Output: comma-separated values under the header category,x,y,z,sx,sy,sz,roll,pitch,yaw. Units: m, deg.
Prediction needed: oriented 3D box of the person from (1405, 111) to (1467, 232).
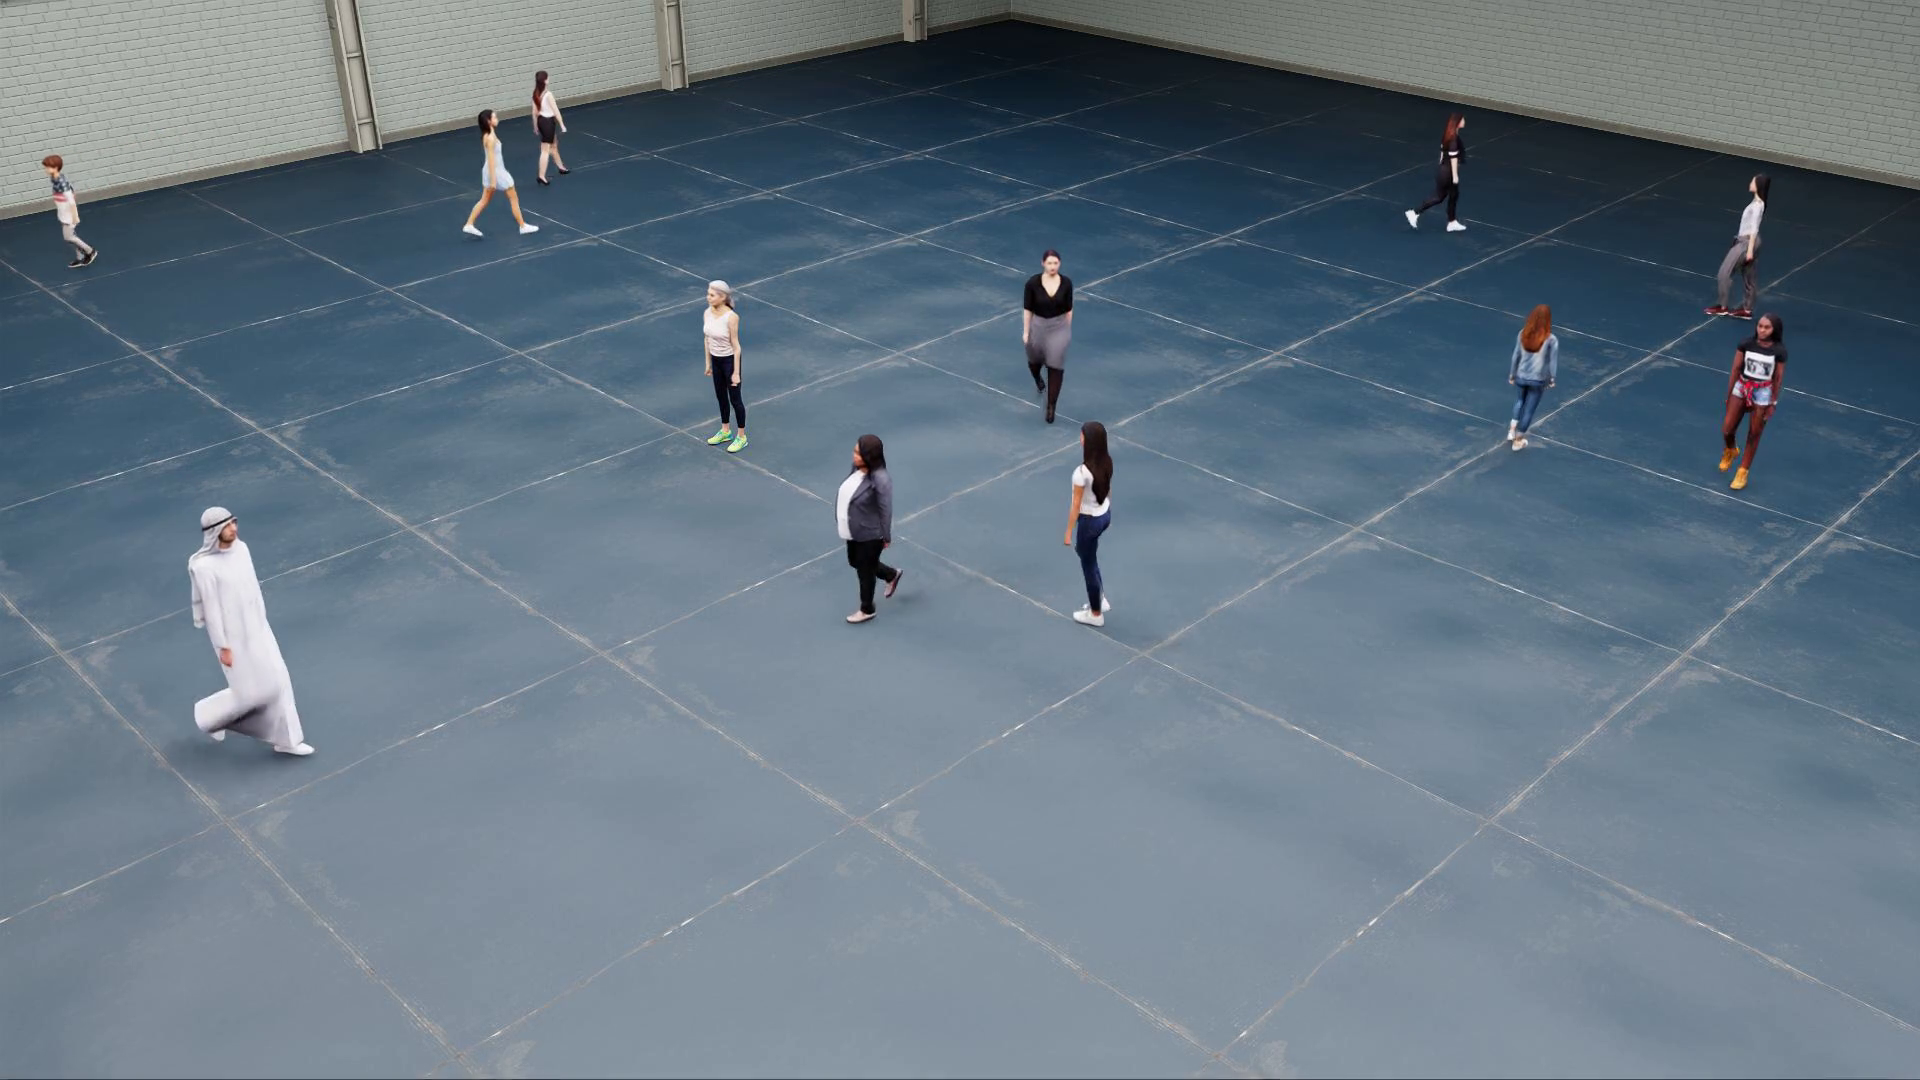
category,x,y,z,sx,sy,sz,roll,pitch,yaw
person,6.413,-4.871,22.133,1.066,1.612,1.072,3,28,5

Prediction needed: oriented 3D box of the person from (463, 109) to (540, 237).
category,x,y,z,sx,sy,sz,roll,pitch,yaw
person,-6.222,-4.779,21.885,1.267,1.683,0.898,-11,30,-20

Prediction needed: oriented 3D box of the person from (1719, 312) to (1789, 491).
category,x,y,z,sx,sy,sz,roll,pitch,yaw
person,7.333,-1.315,15.351,0.660,1.712,0.750,18,33,31

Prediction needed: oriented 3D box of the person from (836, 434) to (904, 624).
category,x,y,z,sx,sy,sz,roll,pitch,yaw
person,-0.677,-0.112,13.230,0.907,1.580,0.764,-17,33,-29

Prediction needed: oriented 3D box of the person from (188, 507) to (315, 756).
category,x,y,z,sx,sy,sz,roll,pitch,yaw
person,-5.022,0.651,11.450,1.033,1.908,1.107,8,29,15

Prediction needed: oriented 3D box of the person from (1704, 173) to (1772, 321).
category,x,y,z,sx,sy,sz,roll,pitch,yaw
person,9.198,-3.371,19.205,0.761,1.716,0.761,16,32,28

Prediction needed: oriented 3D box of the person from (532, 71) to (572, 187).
category,x,y,z,sx,sy,sz,roll,pitch,yaw
person,-6.059,-5.936,24.126,0.650,1.619,0.962,20,34,32

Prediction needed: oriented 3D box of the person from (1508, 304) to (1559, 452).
category,x,y,z,sx,sy,sz,roll,pitch,yaw
person,5.478,-1.540,16.033,0.553,1.467,0.511,25,37,38

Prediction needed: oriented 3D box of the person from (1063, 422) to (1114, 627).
category,x,y,z,sx,sy,sz,roll,pitch,yaw
person,1.113,-0.092,12.998,0.733,1.764,0.587,18,33,30

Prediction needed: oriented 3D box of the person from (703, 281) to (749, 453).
category,x,y,z,sx,sy,sz,roll,pitch,yaw
person,-2.264,-1.697,16.078,0.620,1.701,0.544,22,35,35

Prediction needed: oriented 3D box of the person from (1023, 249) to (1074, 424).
category,x,y,z,sx,sy,sz,roll,pitch,yaw
person,0.862,-2.104,16.815,1.104,1.728,1.170,0,28,1

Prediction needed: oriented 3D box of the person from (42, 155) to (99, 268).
category,x,y,z,sx,sy,sz,roll,pitch,yaw
person,-11.200,-4.151,20.974,0.577,1.431,0.524,-23,36,-37
